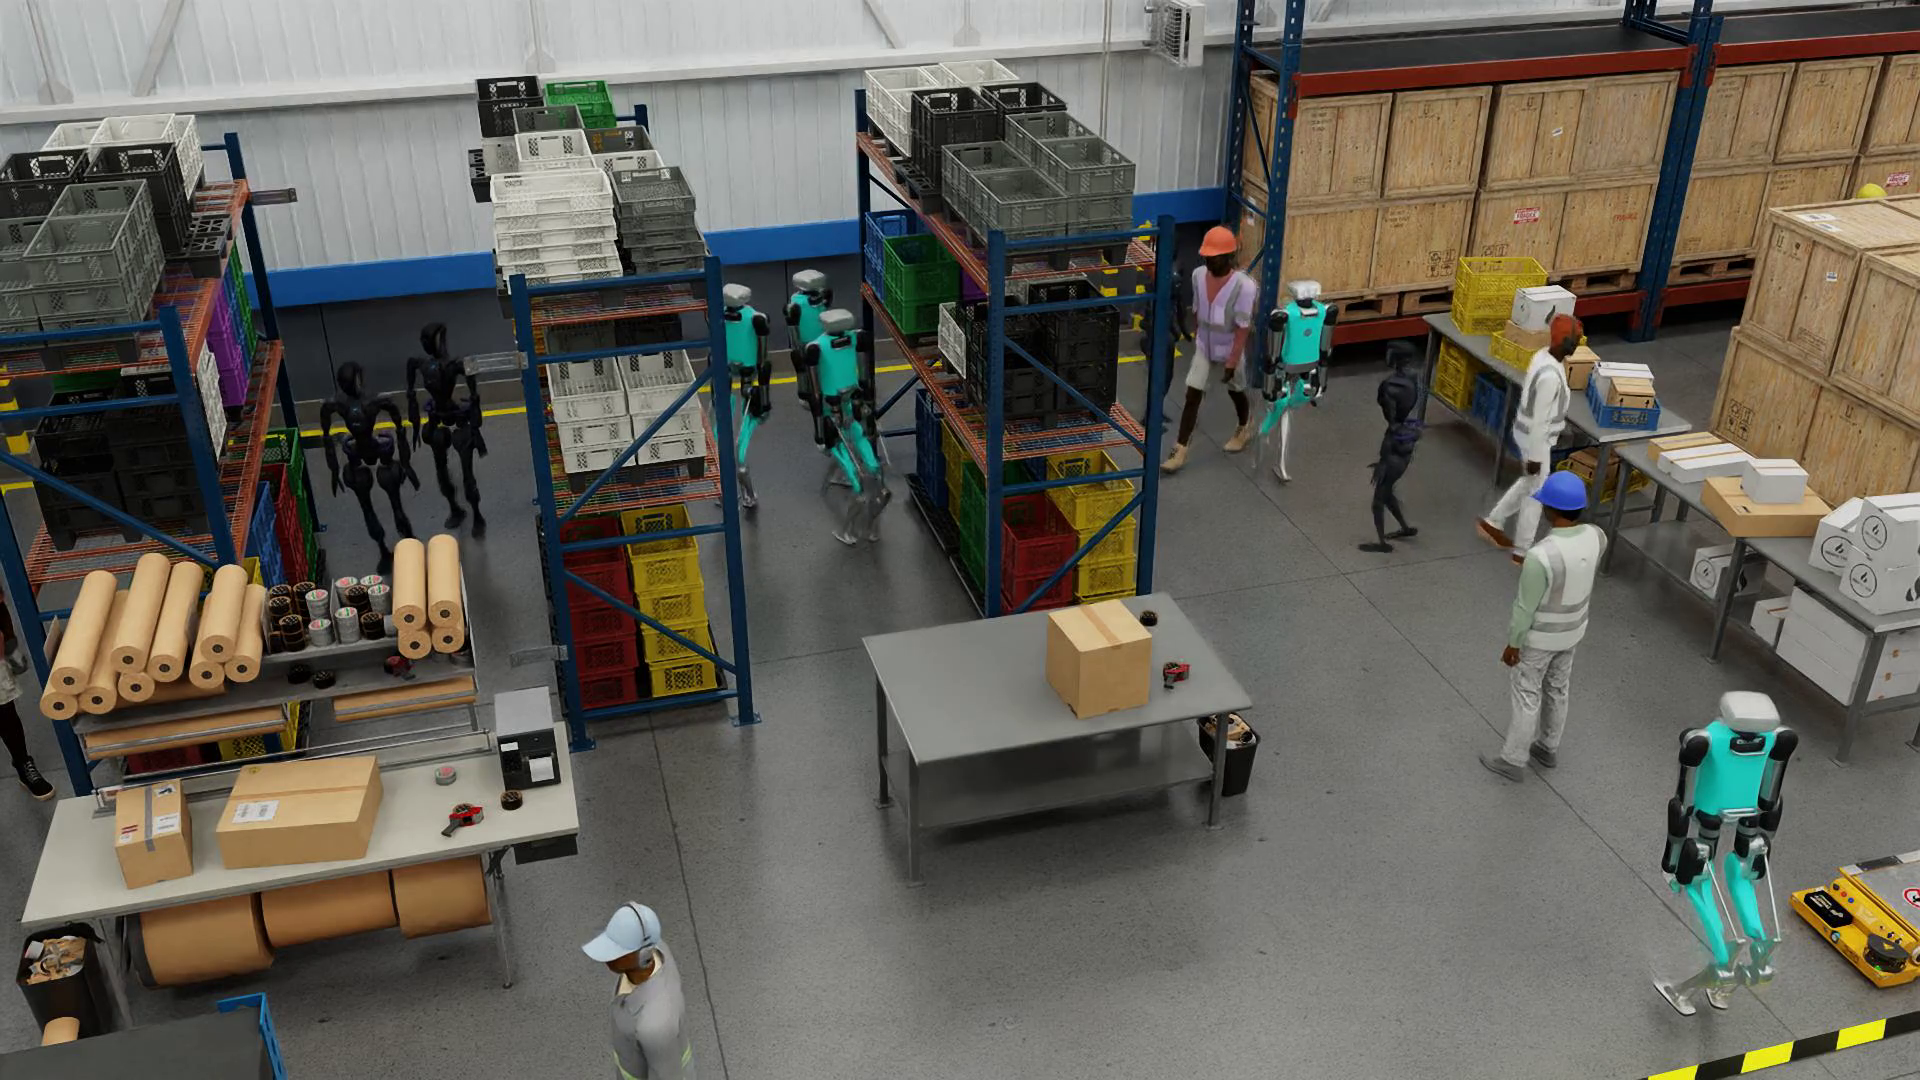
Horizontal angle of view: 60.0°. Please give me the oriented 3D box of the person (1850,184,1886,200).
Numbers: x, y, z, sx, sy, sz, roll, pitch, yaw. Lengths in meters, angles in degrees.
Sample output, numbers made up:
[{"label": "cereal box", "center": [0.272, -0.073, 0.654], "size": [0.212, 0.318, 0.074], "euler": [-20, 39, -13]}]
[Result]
[{"label": "person", "center": [7.772, -2.212, 14.562], "size": [0.601, 1.830, 0.404], "euler": [-24, 37, -37]}]

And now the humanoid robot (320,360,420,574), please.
[{"label": "humanoid robot", "center": [-4.124, -0.531, 11.659], "size": [0.602, 1.639, 0.415], "euler": [-5, 29, -9]}]

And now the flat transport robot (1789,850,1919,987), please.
[{"label": "flat transport robot", "center": [5.163, 1.916, 8.676], "size": [1.431, 0.231, 0.659], "euler": [-8, 30, -14]}]

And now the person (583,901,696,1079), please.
[{"label": "person", "center": [-1.226, 2.165, 6.576], "size": [0.360, 1.852, 0.596], "euler": [-9, 30, -15]}]

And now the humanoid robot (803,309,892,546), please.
[{"label": "humanoid robot", "center": [-0.740, -0.748, 11.973], "size": [0.531, 1.768, 0.680], "euler": [-20, 34, -31]}]

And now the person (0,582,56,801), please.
[{"label": "person", "center": [-5.505, 0.660, 9.200], "size": [0.367, 1.966, 0.604], "euler": [24, 37, 36]}]

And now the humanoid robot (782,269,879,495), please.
[{"label": "humanoid robot", "center": [-0.942, -1.155, 12.779], "size": [0.734, 1.816, 0.531], "euler": [16, 32, 26]}]

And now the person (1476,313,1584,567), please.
[{"label": "person", "center": [4.076, -0.723, 11.823], "size": [0.468, 1.881, 0.591], "euler": [6, 29, 11]}]

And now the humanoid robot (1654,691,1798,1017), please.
[{"label": "humanoid robot", "center": [3.584, 1.553, 7.672], "size": [0.533, 1.677, 0.735], "euler": [-2, 29, -4]}]

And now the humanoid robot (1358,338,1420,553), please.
[{"label": "humanoid robot", "center": [3.133, -0.659, 11.913], "size": [0.352, 1.651, 0.609], "euler": [12, 31, 21]}]

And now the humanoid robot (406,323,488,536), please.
[{"label": "humanoid robot", "center": [-3.757, -0.832, 12.221], "size": [0.590, 1.648, 0.343], "euler": [4, 29, 7]}]

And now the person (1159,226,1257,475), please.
[{"label": "person", "center": [2.035, -1.517, 13.137], "size": [0.606, 1.991, 1.059], "euler": [23, 36, 36]}]

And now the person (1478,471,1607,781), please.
[{"label": "person", "center": [3.345, 0.501, 9.520], "size": [0.606, 1.939, 0.415], "euler": [-17, 33, -28]}]

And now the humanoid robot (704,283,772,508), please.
[{"label": "humanoid robot", "center": [-1.727, -0.997, 12.394], "size": [0.543, 1.741, 0.682], "euler": [13, 31, 22]}]

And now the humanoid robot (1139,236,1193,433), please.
[{"label": "humanoid robot", "center": [1.722, -1.733, 13.852], "size": [0.374, 1.659, 0.603], "euler": [22, 36, 34]}]

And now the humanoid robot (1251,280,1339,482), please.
[{"label": "humanoid robot", "center": [2.511, -1.179, 12.900], "size": [0.543, 1.910, 0.734], "euler": [-6, 29, -12]}]
